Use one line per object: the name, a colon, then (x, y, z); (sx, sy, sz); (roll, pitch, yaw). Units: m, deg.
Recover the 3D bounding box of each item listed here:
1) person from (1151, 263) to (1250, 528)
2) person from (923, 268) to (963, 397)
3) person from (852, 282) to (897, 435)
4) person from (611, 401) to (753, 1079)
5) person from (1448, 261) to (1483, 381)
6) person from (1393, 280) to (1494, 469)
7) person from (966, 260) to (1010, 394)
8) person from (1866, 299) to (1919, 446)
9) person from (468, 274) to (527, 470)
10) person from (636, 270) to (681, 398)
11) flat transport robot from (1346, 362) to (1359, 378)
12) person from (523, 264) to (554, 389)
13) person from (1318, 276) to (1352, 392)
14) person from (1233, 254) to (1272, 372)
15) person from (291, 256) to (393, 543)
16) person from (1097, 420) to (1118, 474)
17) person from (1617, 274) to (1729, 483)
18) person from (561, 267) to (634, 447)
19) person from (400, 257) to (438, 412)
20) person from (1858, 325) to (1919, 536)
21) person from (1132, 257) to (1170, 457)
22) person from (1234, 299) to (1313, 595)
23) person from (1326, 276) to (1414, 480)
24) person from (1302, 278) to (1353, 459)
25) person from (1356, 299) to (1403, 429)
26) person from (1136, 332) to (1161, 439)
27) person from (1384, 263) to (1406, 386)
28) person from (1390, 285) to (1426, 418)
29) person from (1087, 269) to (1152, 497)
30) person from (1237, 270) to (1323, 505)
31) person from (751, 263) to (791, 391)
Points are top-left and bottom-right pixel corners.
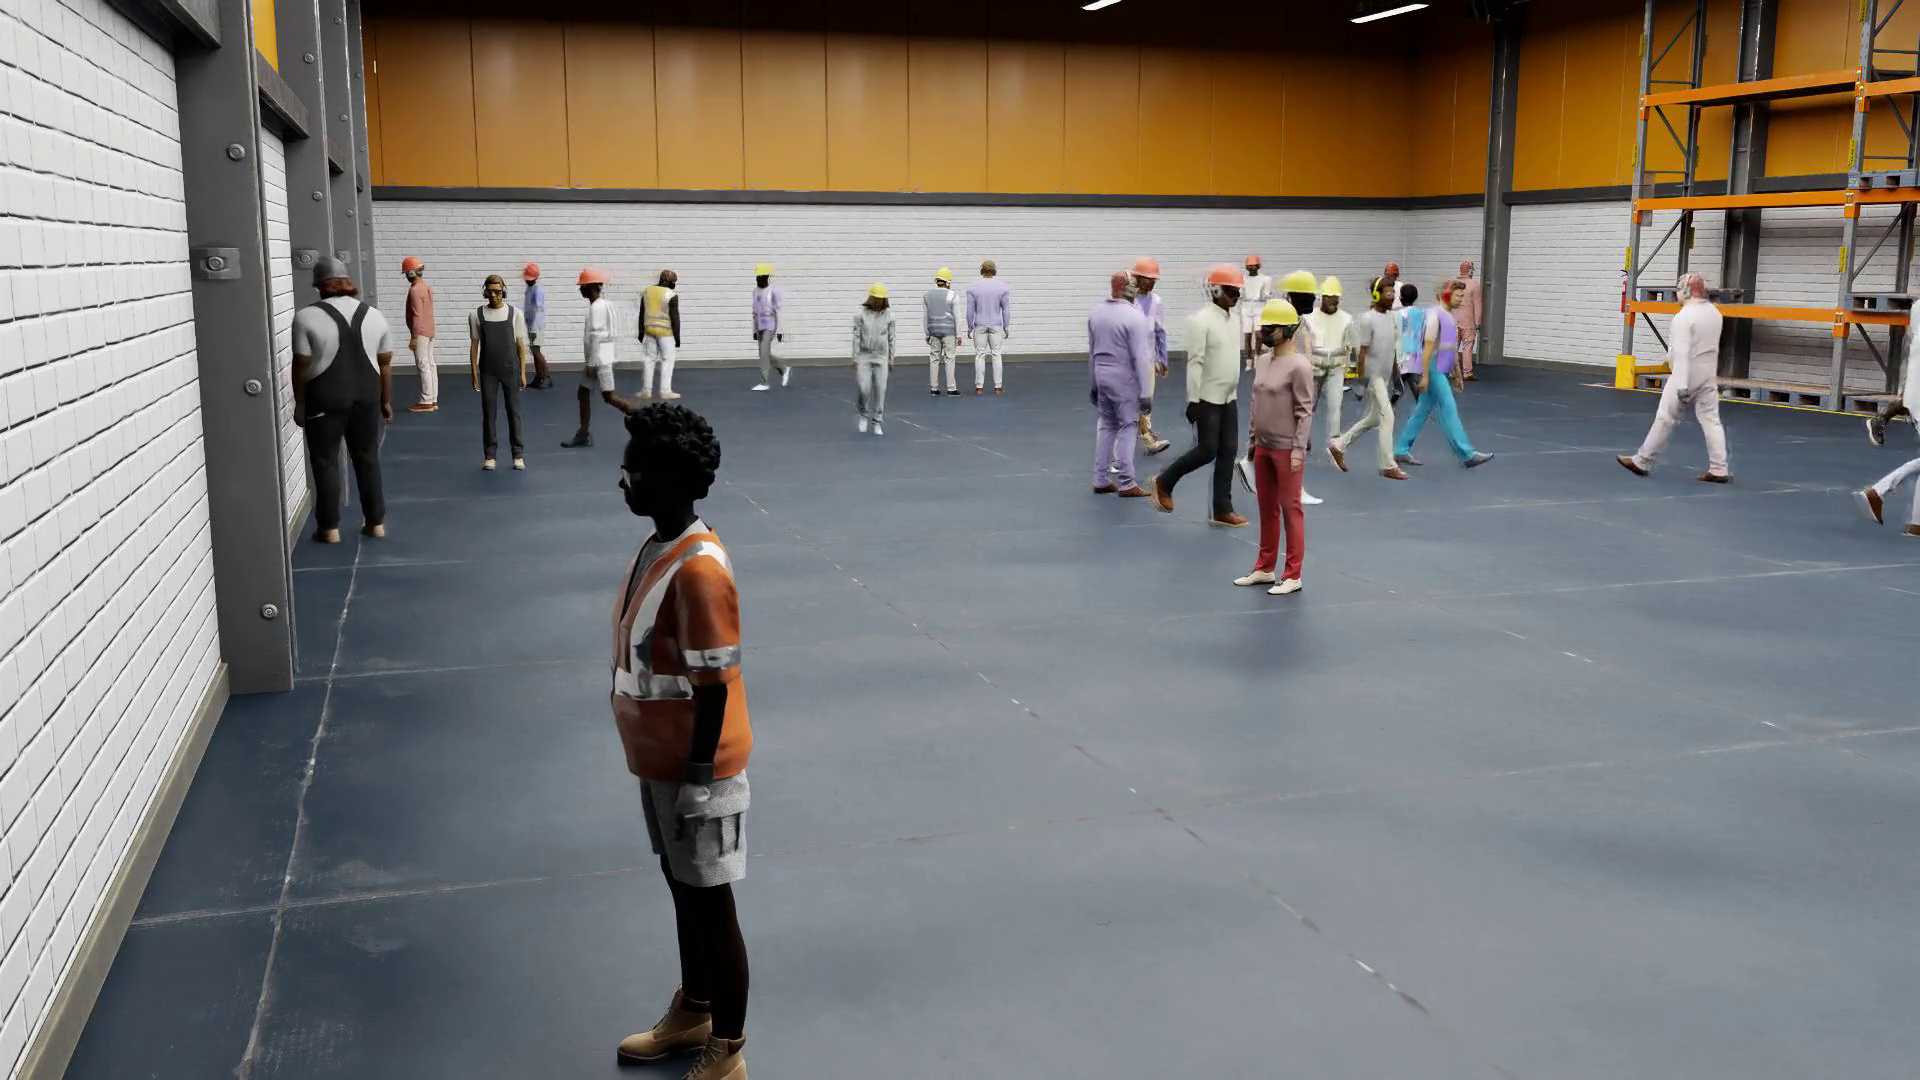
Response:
person: (1.848, -1.087, 12.481); (0.704, 1.971, 0.615); (8, 13, 39)
person: (-0.229, -2.946, 23.638); (0.600, 1.831, 0.404); (5, 11, 25)
person: (-0.954, -2.024, 18.616); (0.500, 1.715, 0.447); (-2, 10, -11)
person: (-0.666, 0.519, 3.972); (0.319, 1.697, 0.533); (-4, 11, -22)
person: (8.086, -3.504, 26.656); (0.407, 1.906, 0.655); (-8, 13, -38)
person: (4.609, -1.570, 15.817); (1.008, 1.779, 0.583); (6, 11, 30)
person: (0.406, -3.077, 24.091); (0.636, 1.938, 0.358); (0, 10, -1)
person: (9.847, -1.860, 17.036); (0.608, 1.947, 0.815); (-5, 11, -28)
person: (-4.349, -1.571, 15.673); (0.508, 1.841, 0.334); (-3, 10, -15)
person: (-4.257, -2.888, 23.420); (0.778, 1.808, 0.433); (5, 11, 28)
flat transport robot: (6.331, -2.809, 27.362); (0.652, 0.197, 1.431); (4, 11, 22)
person: (-6.383, -3.212, 25.071); (0.393, 1.883, 0.655); (-4, 11, -21)
person: (5.267, -2.922, 23.863); (0.771, 1.704, 0.578); (4, 10, 20)
person: (5.003, -3.881, 28.503); (0.639, 2.019, 0.623); (3, 10, 17)
person: (-4.387, -1.008, 11.816); (0.710, 2.000, 0.535); (-9, 13, -42)
person: (1.448, -1.444, 15.511); (0.308, 1.636, 0.524); (6, 12, 31)
person: (6.506, -1.456, 14.967); (0.652, 1.849, 1.031); (-6, 11, -31)
person: (-3.716, -1.910, 17.468); (0.919, 1.900, 0.541); (-3, 10, -17)
person: (-6.987, -2.651, 21.492); (0.397, 1.984, 0.608); (0, 10, 0)
person: (6.885, -0.934, 11.940); (0.531, 1.848, 0.542); (3, 10, 15)
person: (1.853, -1.825, 16.692); (0.628, 1.985, 1.035); (-7, 12, -36)
person: (1.898, -0.557, 9.998); (0.318, 1.769, 0.522); (-5, 11, -25)
person: (3.765, -1.491, 15.204); (0.867, 1.844, 0.523); (8, 13, 39)
person: (3.669, -1.749, 16.833); (0.580, 1.800, 0.901); (0, 10, 1)
person: (4.913, -2.125, 19.517); (0.530, 1.598, 0.784); (2, 10, 10)
person: (2.008, -1.922, 18.324); (0.506, 1.628, 0.277); (-6, 11, -31)
person: (6.624, -3.299, 25.540); (0.577, 1.881, 0.349); (-6, 11, -31)
person: (5.523, -2.339, 20.645); (0.549, 1.646, 0.865); (-7, 12, -37)
person: (1.340, -1.304, 13.933); (0.406, 1.906, 0.681); (-7, 12, -34)
person: (2.642, -1.240, 13.553); (0.638, 1.905, 0.593); (3, 10, 16)
person: (-2.844, -3.195, 24.913); (0.592, 1.904, 0.790); (10, 14, 44)
